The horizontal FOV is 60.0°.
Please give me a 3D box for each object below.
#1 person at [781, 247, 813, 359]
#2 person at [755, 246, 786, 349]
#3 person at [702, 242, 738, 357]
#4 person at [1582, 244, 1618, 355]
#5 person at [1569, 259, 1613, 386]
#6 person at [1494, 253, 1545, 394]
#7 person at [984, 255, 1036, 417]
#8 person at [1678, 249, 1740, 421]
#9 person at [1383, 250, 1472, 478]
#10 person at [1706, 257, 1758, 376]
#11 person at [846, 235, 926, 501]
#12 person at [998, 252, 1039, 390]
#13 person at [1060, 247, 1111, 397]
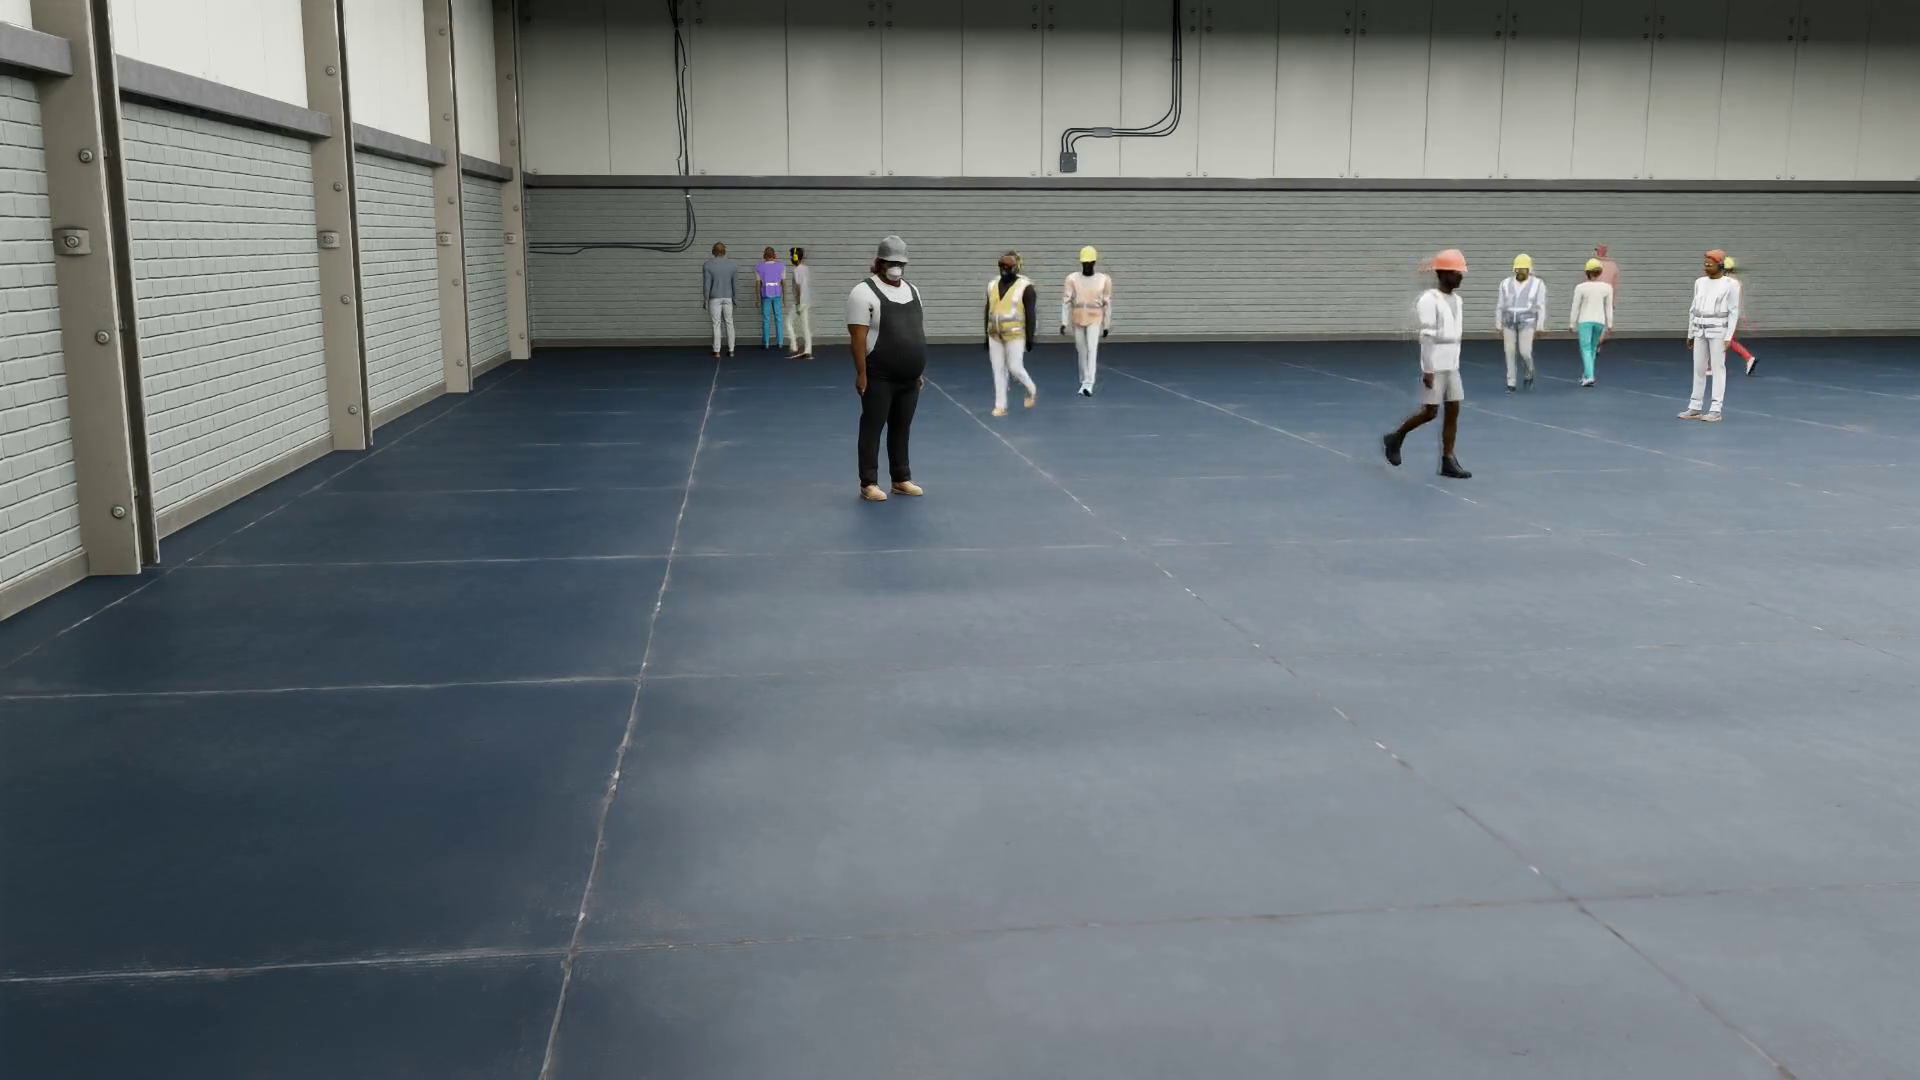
[{"bbox_3d":[-2.728,-3.927,27.627,0.625,1.850,0.522,4,11,21],"label":"person"},{"bbox_3d":[-3.418,-4.372,30.071,0.566,1.847,0.389,-3,11,-16],"label":"person"},{"bbox_3d":[-4.047,-4.059,28.104,0.637,1.938,0.355,-6,12,-30],"label":"person"},{"bbox_3d":[10.872,-4.098,28.431,0.676,1.892,0.429,-3,11,-15],"label":"person"},{"bbox_3d":[8.602,-2.963,22.673,0.539,1.733,0.816,0,10,-2],"label":"person"},{"bbox_3d":[7.216,-2.789,21.490,0.588,1.811,0.422,7,12,34],"label":"person"},{"bbox_3d":[0.575,-2.318,18.880,0.631,1.826,0.604,7,12,34],"label":"person"},{"bbox_3d":[8.282,-2.256,18.361,0.354,1.887,0.572,-5,12,-26],"label":"person"},{"bbox_3d":[4.019,-1.492,14.090,0.553,1.923,0.726,-8,13,-37],"label":"person"},{"bbox_3d":[11.165,-3.230,24.103,0.725,1.742,0.527,8,13,37],"label":"person"},{"bbox_3d":[-0.510,-1.327,12.850,0.688,2.000,0.536,-10,14,-43],"label":"person"},{"bbox_3d":[0.757,-2.927,22.233,0.519,1.820,0.977,7,13,35],"label":"person"},{"bbox_3d":[1.594,-2.766,21.173,0.610,1.882,0.976,3,11,14],"label":"person"}]
